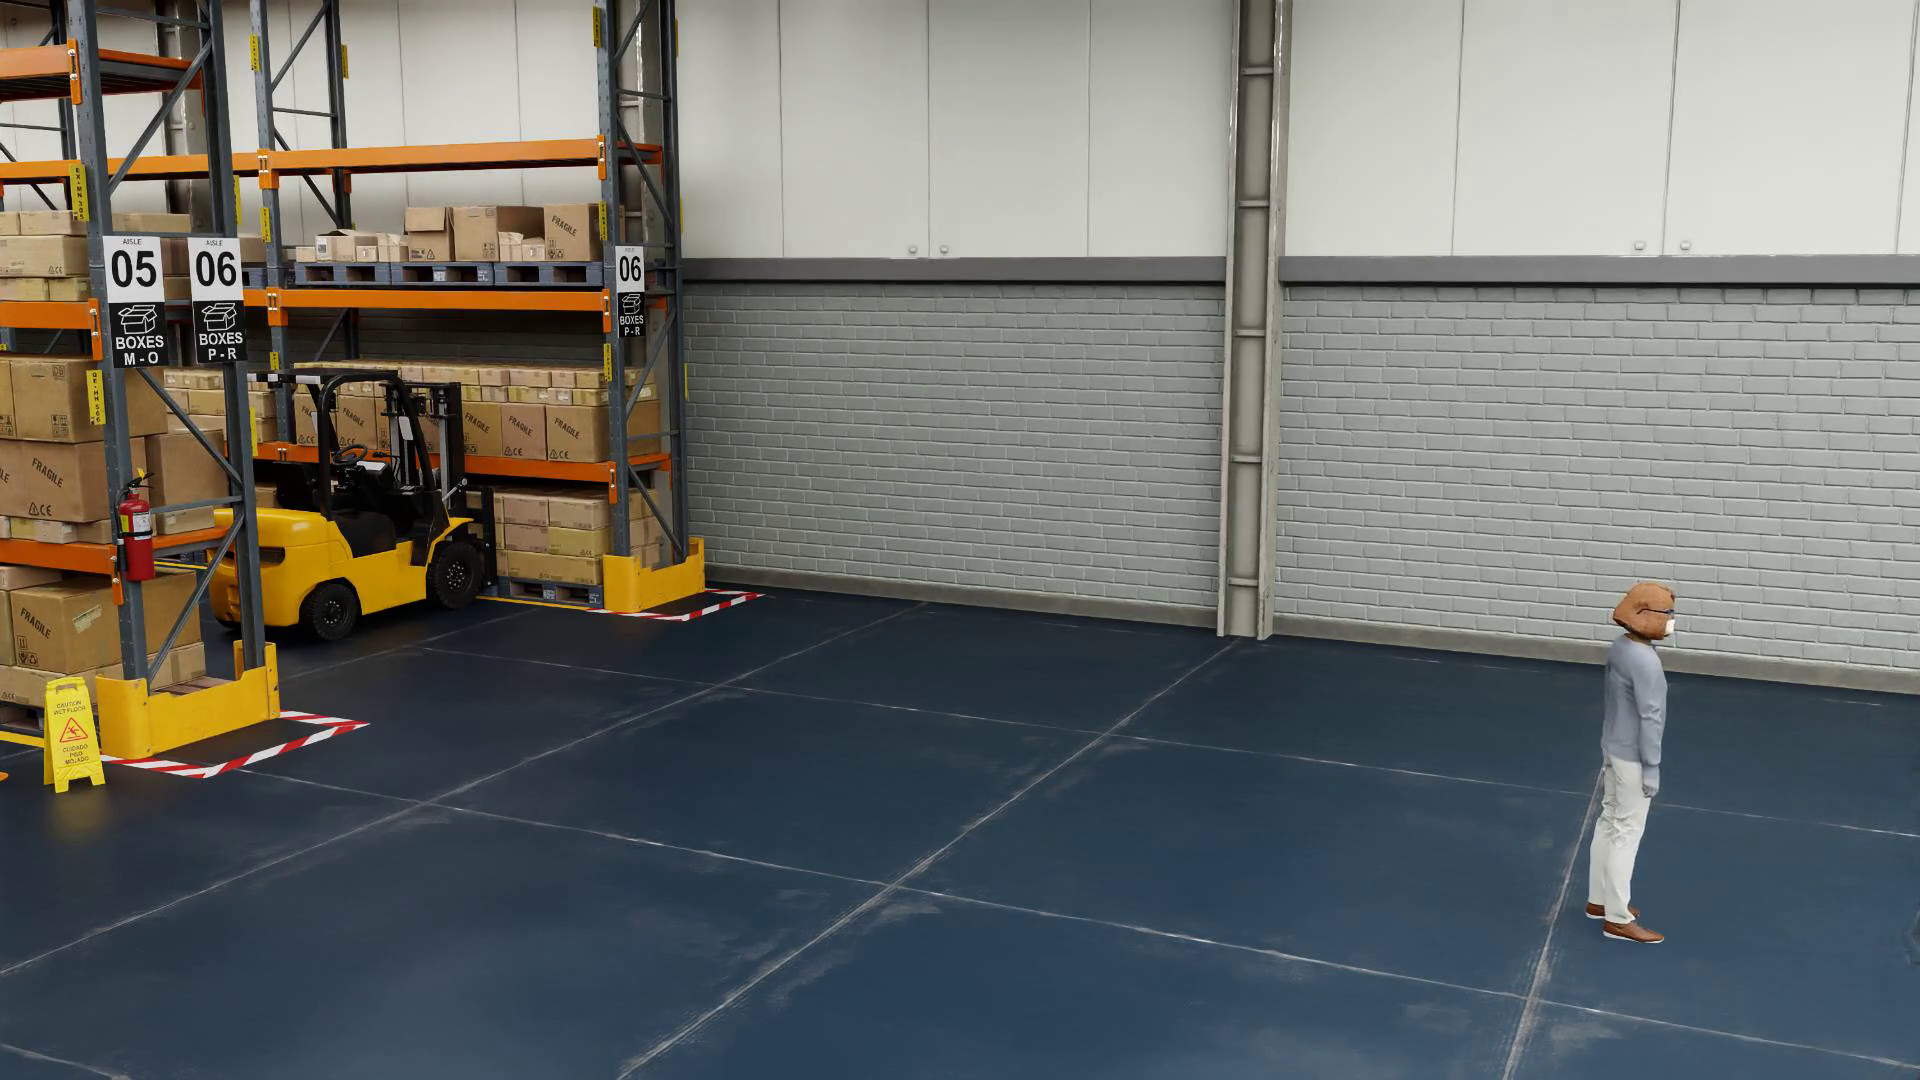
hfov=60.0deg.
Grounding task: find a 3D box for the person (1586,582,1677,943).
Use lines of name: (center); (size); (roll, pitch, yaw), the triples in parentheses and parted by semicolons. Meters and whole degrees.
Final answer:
person: (3.074, 0.994, 7.576); (0.281, 1.631, 0.505); (1, 9, 4)
